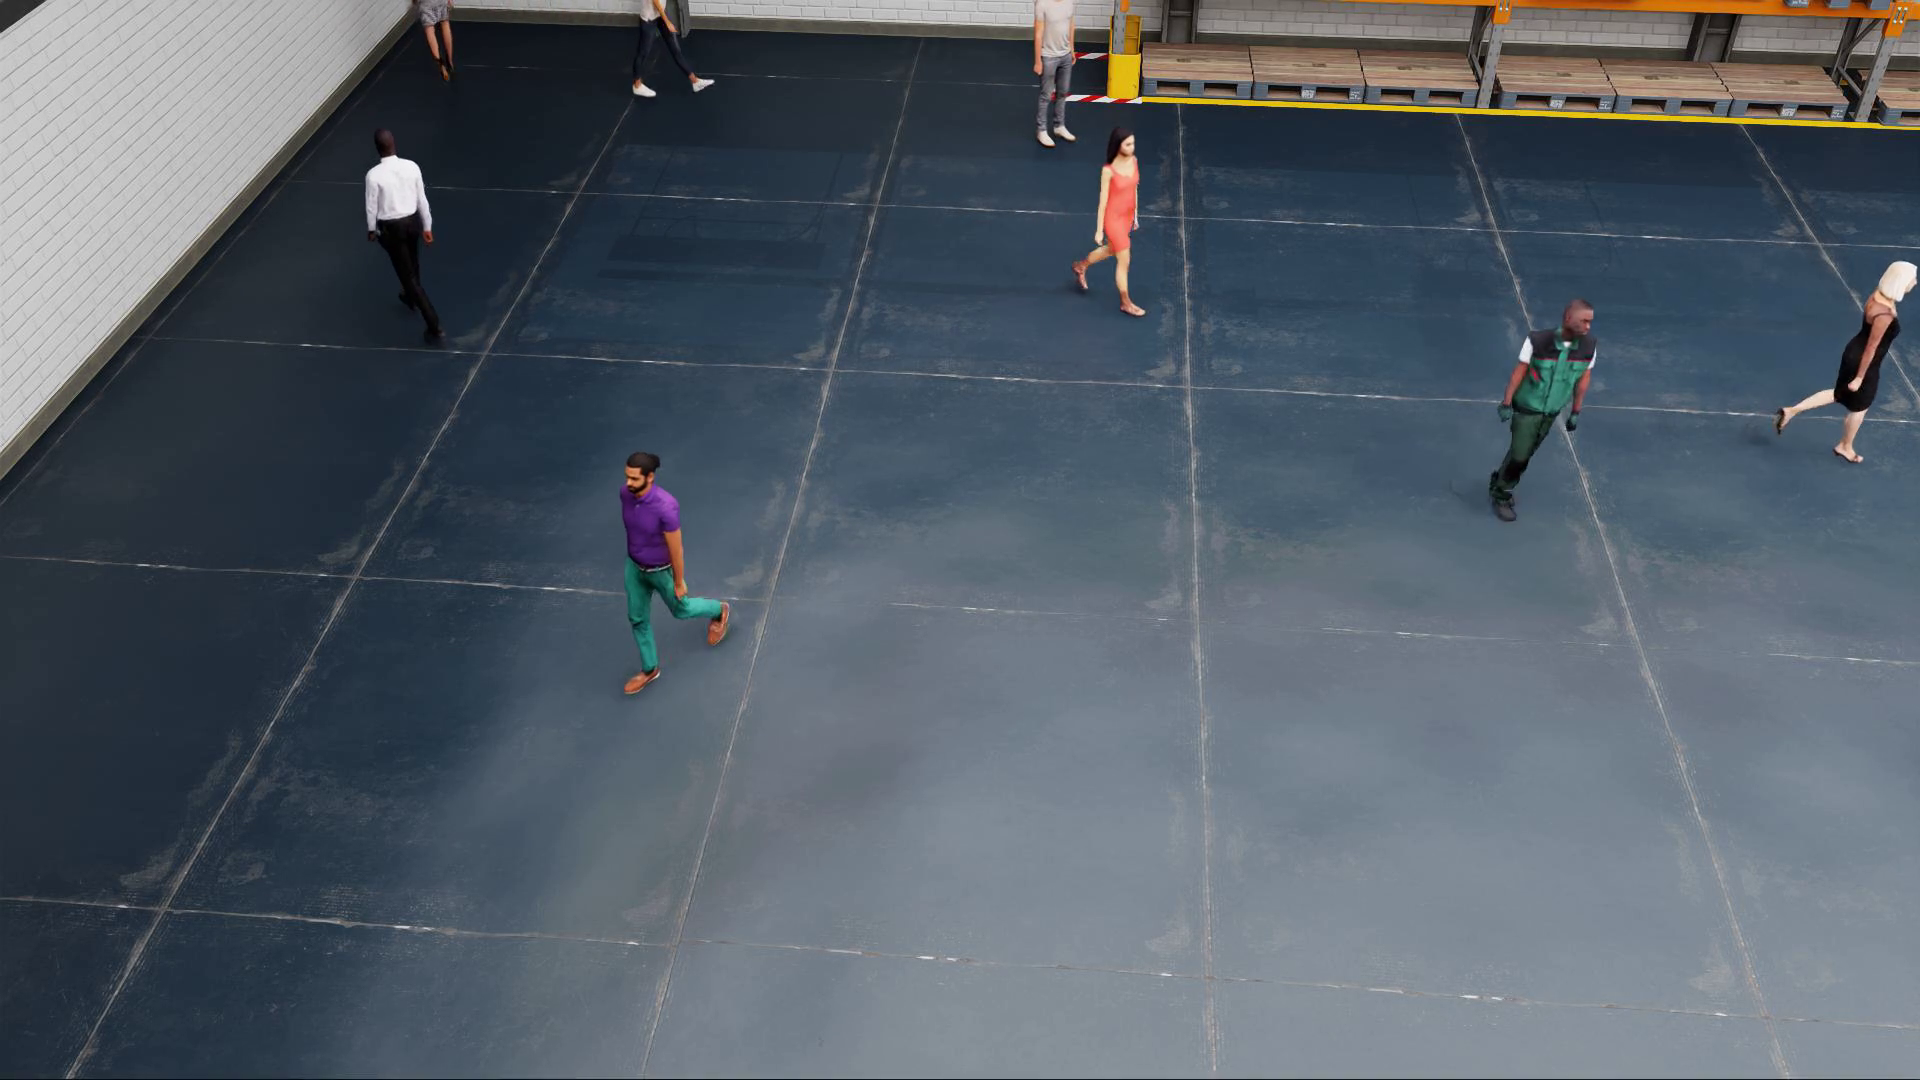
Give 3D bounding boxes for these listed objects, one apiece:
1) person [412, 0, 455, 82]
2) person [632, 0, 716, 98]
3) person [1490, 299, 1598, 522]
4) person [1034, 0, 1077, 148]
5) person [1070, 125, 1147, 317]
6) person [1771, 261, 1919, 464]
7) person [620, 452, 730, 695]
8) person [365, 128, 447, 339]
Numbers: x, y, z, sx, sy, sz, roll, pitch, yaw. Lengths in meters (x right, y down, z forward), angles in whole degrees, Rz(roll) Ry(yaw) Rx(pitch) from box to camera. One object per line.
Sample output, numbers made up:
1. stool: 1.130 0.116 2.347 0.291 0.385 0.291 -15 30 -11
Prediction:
1. person: -5.757 -5.843 18.126 1.025 1.797 0.895 -10 40 -12
2. person: -3.374 -5.555 17.788 1.175 1.770 0.696 8 39 9
3. person: 4.133 -0.982 12.031 0.773 1.808 0.871 2 39 3
4. person: 0.952 -4.956 16.944 0.742 1.887 0.809 -26 45 -29
5. person: 1.290 -2.787 14.383 1.158 1.693 1.000 27 46 30
6. person: 6.718 -1.347 12.553 1.013 1.727 0.728 11 40 14
7. person: -1.878 0.136 10.688 1.167 1.737 1.053 22 44 25
8. person: -4.669 -2.532 13.983 1.131 1.794 1.260 -32 48 -33
